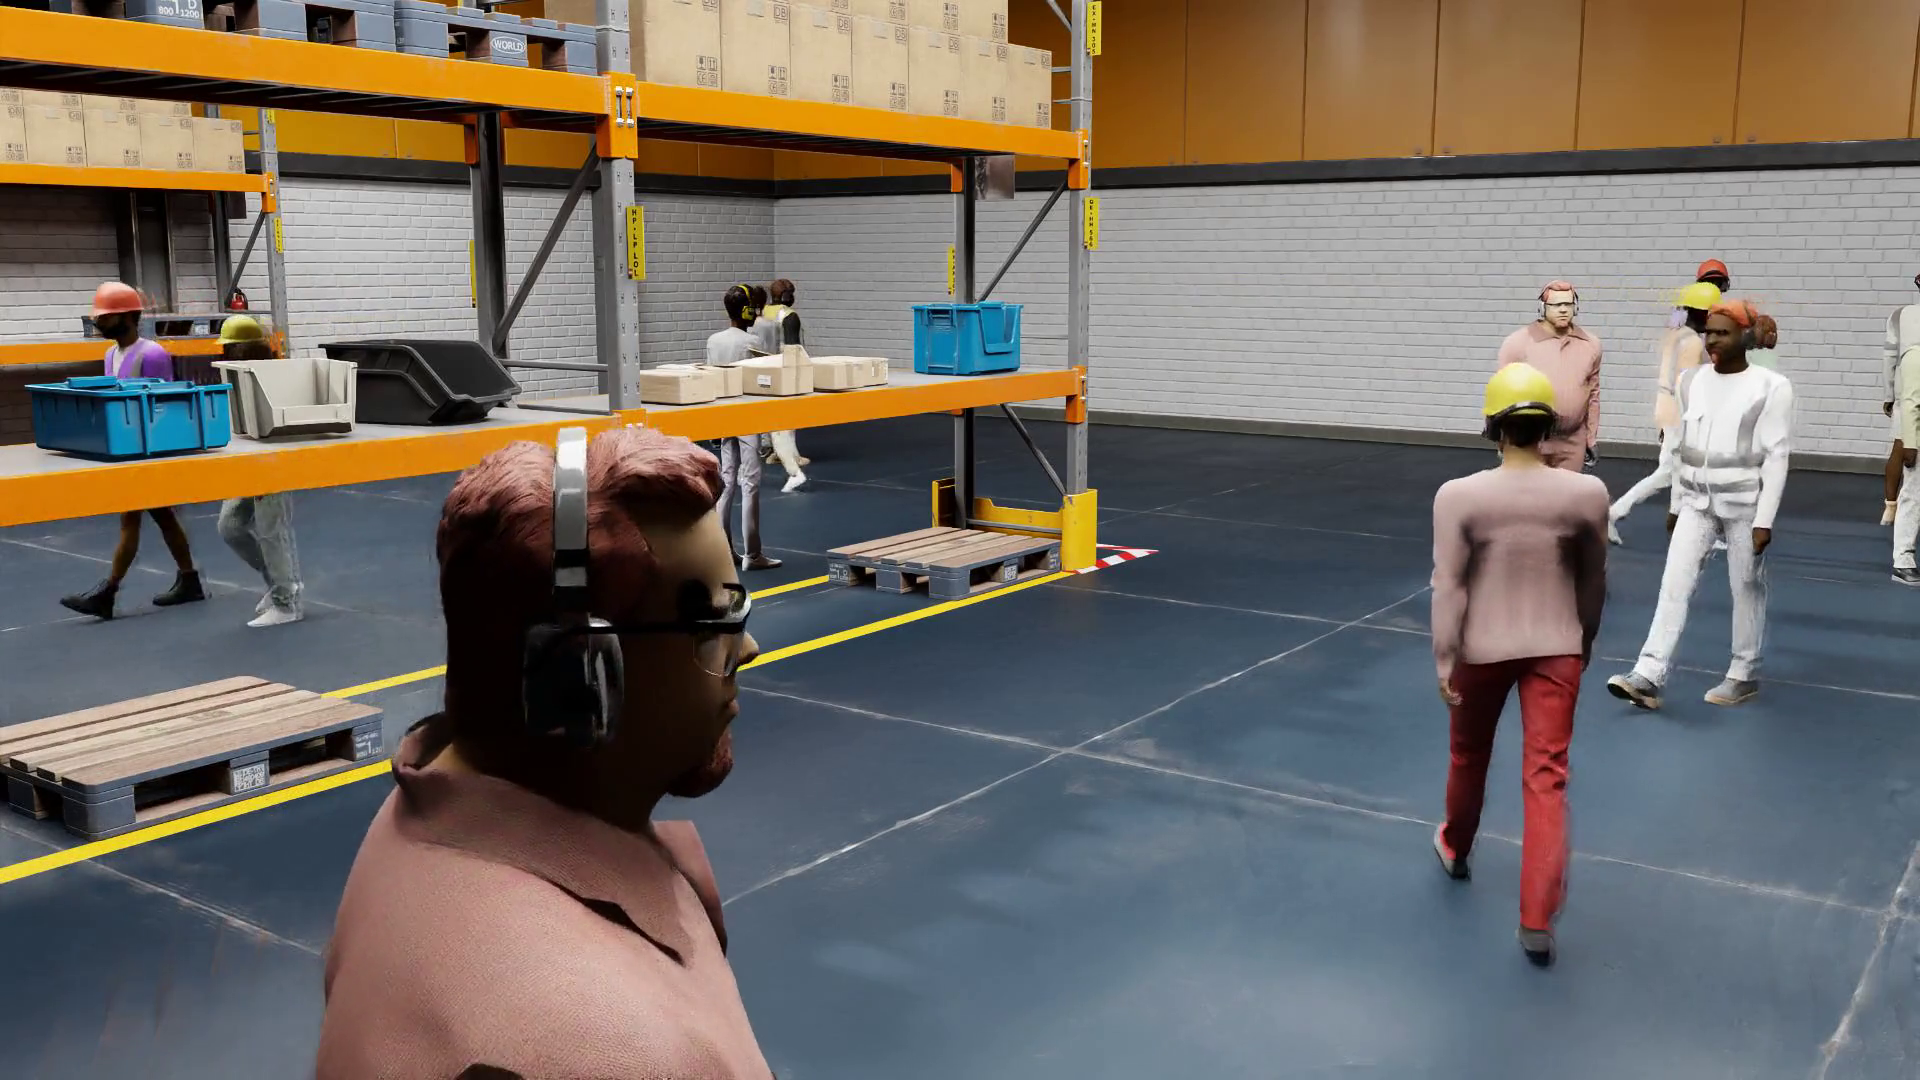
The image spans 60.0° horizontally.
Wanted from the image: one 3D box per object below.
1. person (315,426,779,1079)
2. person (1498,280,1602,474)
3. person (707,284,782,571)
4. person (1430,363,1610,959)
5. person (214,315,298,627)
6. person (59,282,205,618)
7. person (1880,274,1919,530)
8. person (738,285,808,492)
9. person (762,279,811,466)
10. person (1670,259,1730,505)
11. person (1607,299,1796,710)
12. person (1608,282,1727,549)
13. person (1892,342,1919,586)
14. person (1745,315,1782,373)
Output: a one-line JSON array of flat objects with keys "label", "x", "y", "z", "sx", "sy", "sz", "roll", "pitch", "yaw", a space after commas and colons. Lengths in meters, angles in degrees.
[{"label": "person", "x": -0.286, "y": 0.853, "z": 1.380, "sx": 0.403, "sy": 1.907, "sz": 0.651, "roll": -3, "pitch": 10, "yaw": -19}, {"label": "person", "x": 3.571, "y": -0.609, "z": 10.065, "sx": 0.649, "sy": 1.906, "sz": 0.401, "roll": -1, "pitch": 10, "yaw": -5}, {"label": "person", "x": -1.432, "y": -0.734, "z": 10.918, "sx": 0.532, "sy": 1.869, "sz": 0.311, "roll": 7, "pitch": 12, "yaw": 35}, {"label": "person", "x": 1.686, "y": 0.327, "z": 5.062, "sx": 0.529, "sy": 1.719, "sz": 0.921, "roll": 2, "pitch": 10, "yaw": 10}, {"label": "person", "x": -3.893, "y": -0.371, "z": 9.186, "sx": 0.385, "sy": 1.729, "sz": 0.492, "roll": -9, "pitch": 13, "yaw": -42}, {"label": "person", "x": -4.789, "y": -0.506, "z": 9.482, "sx": 0.581, "sy": 1.891, "sz": 0.955, "roll": 8, "pitch": 12, "yaw": 38}, {"label": "person", "x": 7.302, "y": -1.100, "z": 12.584, "sx": 0.391, "sy": 2.041, "sz": 0.615, "roll": -5, "pitch": 11, "yaw": -26}, {"label": "person", "x": -1.738, "y": -1.334, "z": 14.665, "sx": 0.990, "sy": 1.824, "sz": 0.532, "roll": 6, "pitch": 11, "yaw": 31}, {"label": "person", "x": -1.754, "y": -1.656, "z": 16.496, "sx": 0.430, "sy": 1.844, "sz": 0.624, "roll": -7, "pitch": 12, "yaw": -37}, {"label": "person", "x": 6.074, "y": -1.257, "z": 13.547, "sx": 0.605, "sy": 2.034, "sz": 0.390, "roll": 2, "pitch": 10, "yaw": 11}, {"label": "person", "x": 3.311, "y": -0.128, "z": 7.380, "sx": 0.923, "sy": 1.841, "sz": 0.606, "roll": -6, "pitch": 11, "yaw": -33}, {"label": "person", "x": 4.964, "y": -0.855, "z": 11.615, "sx": 0.885, "sy": 1.890, "sz": 0.598, "roll": 2, "pitch": 10, "yaw": 14}, {"label": "person", "x": 6.131, "y": -0.623, "z": 10.397, "sx": 0.586, "sy": 1.823, "sz": 0.403, "roll": -4, "pitch": 10, "yaw": -20}, {"label": "person", "x": 5.966, "y": -0.887, "z": 12.578, "sx": 0.404, "sy": 1.614, "sz": 0.533, "roll": -5, "pitch": 11, "yaw": -29}]
